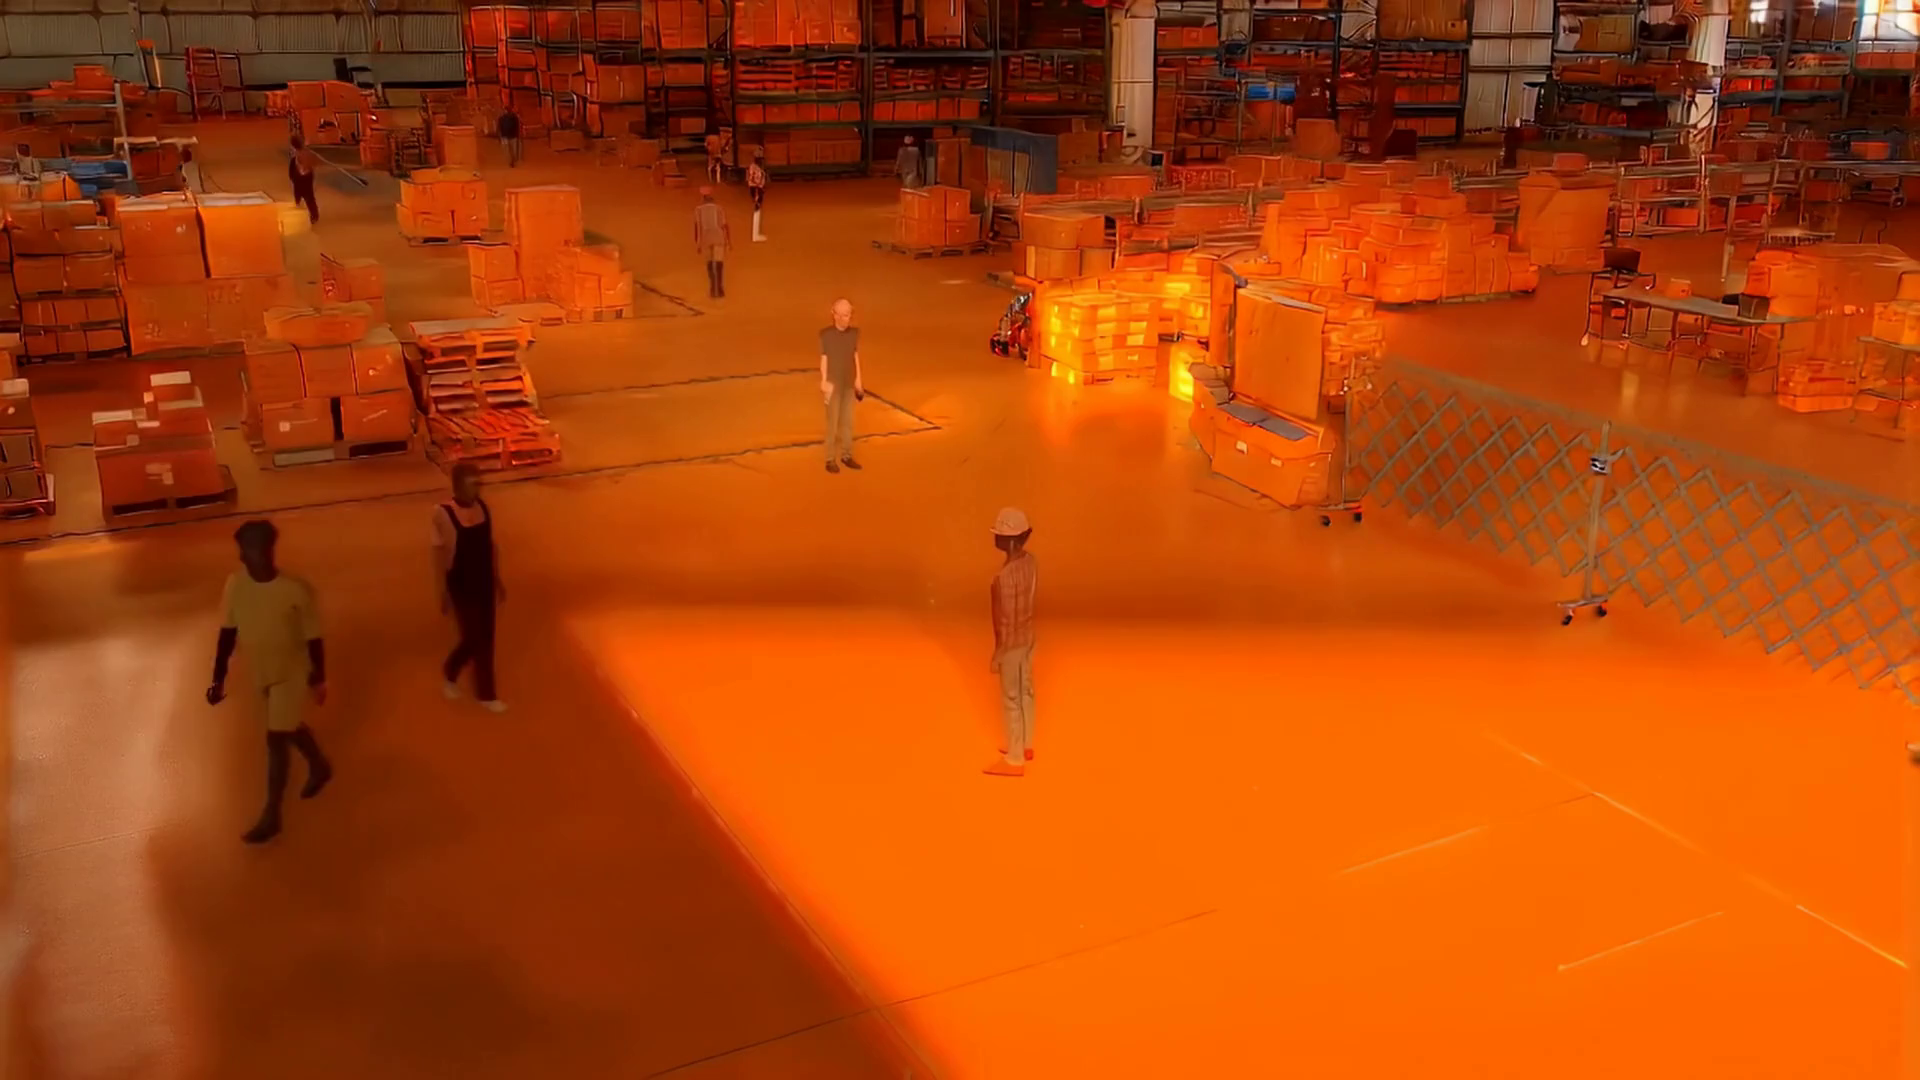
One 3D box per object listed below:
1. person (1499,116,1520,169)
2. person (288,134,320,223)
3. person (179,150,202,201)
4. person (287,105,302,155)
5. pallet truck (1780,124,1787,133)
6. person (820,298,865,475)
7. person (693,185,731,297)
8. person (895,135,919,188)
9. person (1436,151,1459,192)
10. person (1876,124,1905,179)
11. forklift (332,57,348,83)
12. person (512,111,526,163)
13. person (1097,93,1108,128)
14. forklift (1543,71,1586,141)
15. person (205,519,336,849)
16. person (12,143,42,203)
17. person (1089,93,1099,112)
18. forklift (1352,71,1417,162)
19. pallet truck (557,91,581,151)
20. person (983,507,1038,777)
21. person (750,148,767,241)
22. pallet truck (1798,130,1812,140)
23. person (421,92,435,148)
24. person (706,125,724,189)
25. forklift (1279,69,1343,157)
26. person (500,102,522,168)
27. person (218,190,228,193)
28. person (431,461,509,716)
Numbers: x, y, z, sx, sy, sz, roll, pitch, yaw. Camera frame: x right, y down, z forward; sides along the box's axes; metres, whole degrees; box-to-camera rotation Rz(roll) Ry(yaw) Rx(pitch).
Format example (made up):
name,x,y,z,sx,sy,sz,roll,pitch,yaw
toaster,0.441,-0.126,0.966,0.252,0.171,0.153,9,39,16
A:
name,x,y,z,sx,sy,sz,roll,pitch,yaw
person,16.345,-11.750,49.433,0.850,1.648,0.550,-10,20,-27
person,-15.078,-8.218,37.807,0.833,2.000,0.711,-7,19,-21
person,-16.611,-7.525,36.017,1.000,1.816,0.545,11,21,32
person,-22.176,-13.673,55.461,0.315,1.640,0.515,7,19,22
pallet truck,25.206,-12.542,52.601,1.601,1.201,0.680,0,18,-2
person,-1.236,-1.625,17.531,0.534,1.869,0.311,-14,23,-37
person,-4.215,-5.089,28.292,0.594,1.905,0.714,-2,18,-5
person,-1.270,-9.060,40.855,0.589,1.788,0.865,8,19,22
person,11.059,-8.014,37.831,0.507,1.631,0.268,5,18,15
person,25.218,-10.388,45.055,0.537,1.739,0.736,-14,22,-36
forklift,-24.780,-17.944,66.775,1.873,2.768,1.129,-9,20,-26
person,-14.059,-12.775,52.725,0.532,1.605,0.600,-9,20,-25
person,5.746,-17.351,67.017,0.507,1.586,0.858,-1,18,-2
forklift,18.685,-13.231,52.085,1.873,2.768,1.129,-9,20,-26
person,-4.106,0.792,9.933,0.615,1.919,0.976,7,19,20
person,-20.754,-7.891,37.063,0.574,1.876,0.356,0,18,0
person,4.908,-15.368,60.520,0.968,1.778,0.628,5,18,14
forklift,13.290,-13.203,51.996,1.873,2.768,1.129,0,18,0
pallet truck,-13.495,-14.412,57.188,0.823,1.965,1.885,-3,18,-9
person,0.325,0.648,10.613,0.313,1.768,0.528,7,19,21
person,-4.227,-7.278,35.070,0.398,1.929,0.542,-3,18,-8
pallet truck,25.526,-11.556,49.408,1.630,1.274,0.653,-9,20,-26
person,-18.679,-14.754,58.399,0.588,1.911,0.396,17,24,42
person,-6.637,-10.378,45.096,0.537,1.696,0.318,-10,20,-28
forklift,11.536,-13.916,54.217,1.129,2.768,1.873,-9,20,-27
person,-13.723,-12.362,50.815,0.639,1.980,0.574,1,18,4
person,-12.043,-4.777,27.302,0.395,1.910,0.586,2,18,6
person,-3.389,0.337,11.471,0.464,1.831,0.547,12,21,32
